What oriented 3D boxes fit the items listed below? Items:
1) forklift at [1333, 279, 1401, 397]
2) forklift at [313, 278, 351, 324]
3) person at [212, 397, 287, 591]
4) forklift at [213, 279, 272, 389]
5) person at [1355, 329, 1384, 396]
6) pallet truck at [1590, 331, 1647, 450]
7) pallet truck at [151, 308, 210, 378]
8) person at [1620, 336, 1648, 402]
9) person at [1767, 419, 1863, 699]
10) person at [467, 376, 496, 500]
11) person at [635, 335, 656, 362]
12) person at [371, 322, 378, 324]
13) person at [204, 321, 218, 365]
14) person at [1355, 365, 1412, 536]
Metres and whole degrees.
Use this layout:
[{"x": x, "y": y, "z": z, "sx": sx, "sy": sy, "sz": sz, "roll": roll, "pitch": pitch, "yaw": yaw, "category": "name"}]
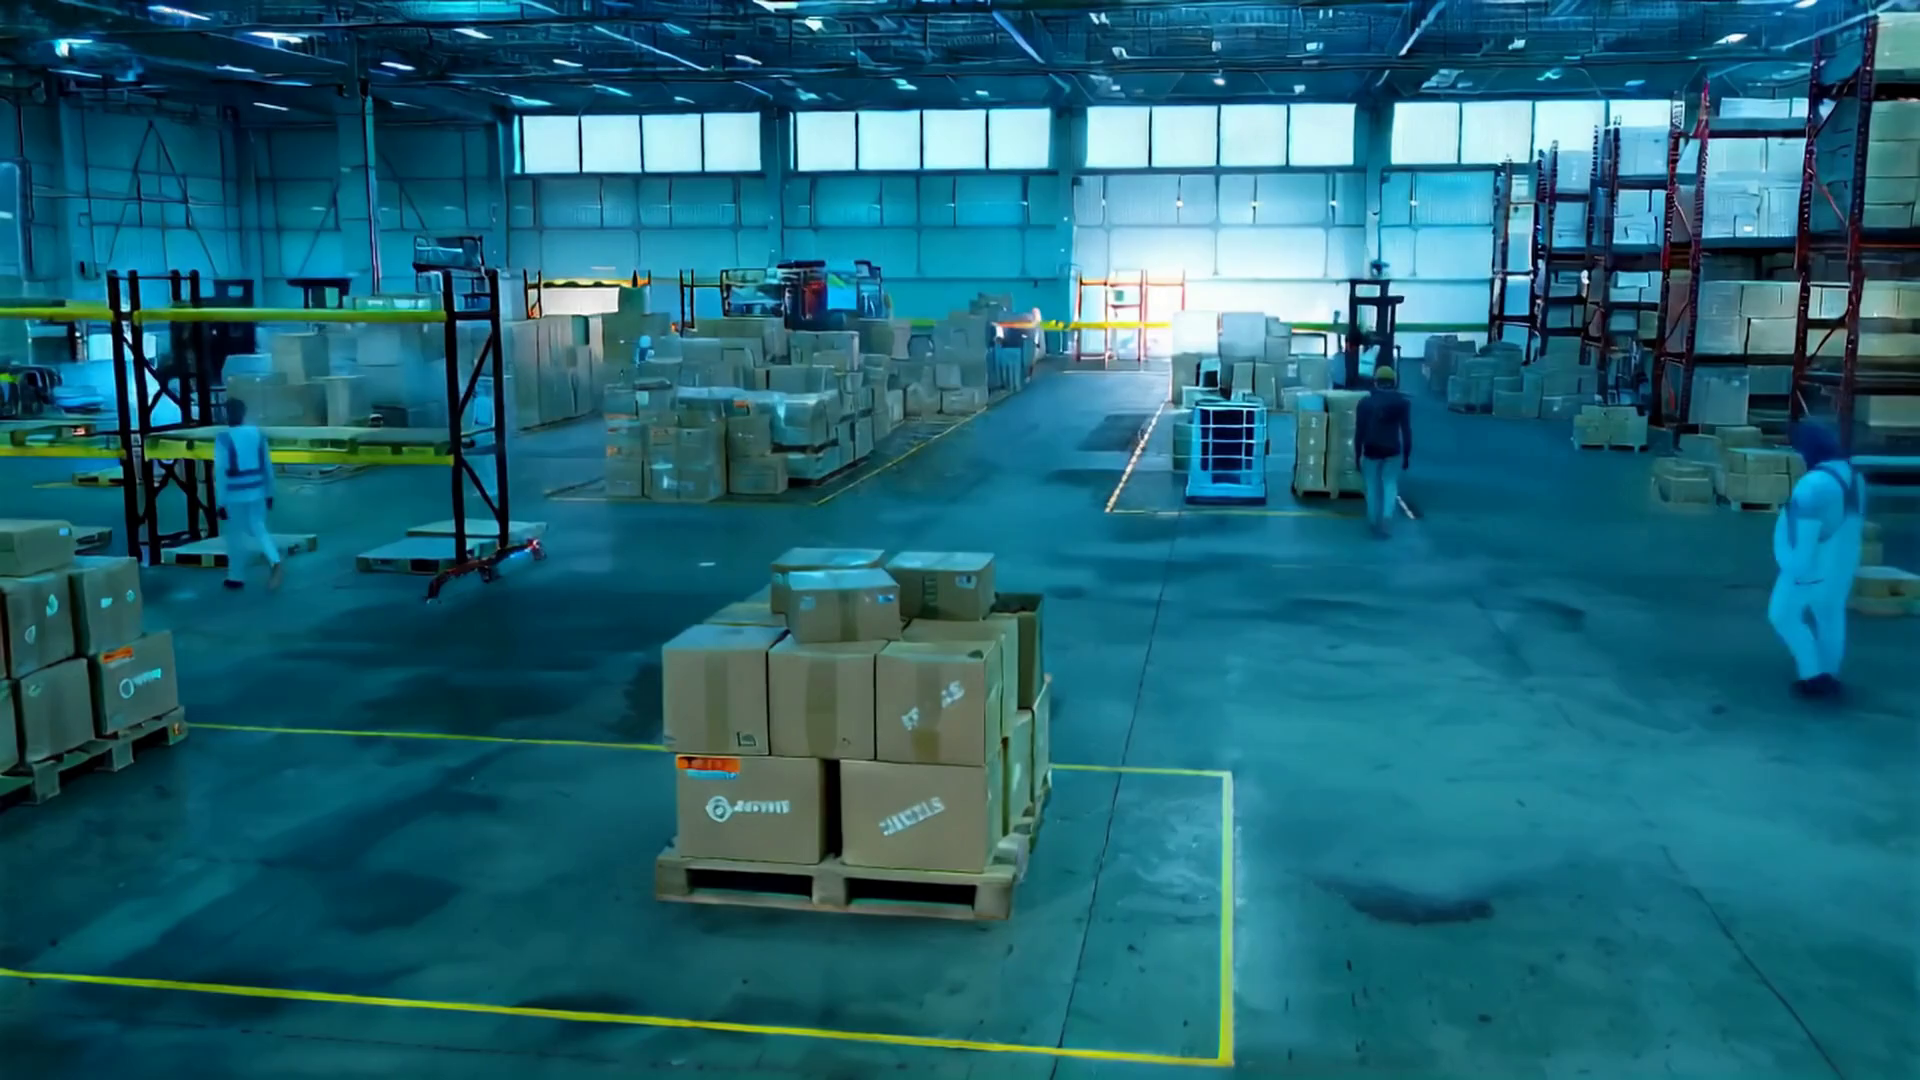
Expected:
[{"x": 9.676, "y": -4.803, "z": 39.535, "sx": 1.129, "sy": 2.768, "sz": 1.873, "roll": -1, "pitch": 9, "yaw": -4, "category": "forklift"}, {"x": -16.050, "y": -5.309, "z": 42.656, "sx": 1.129, "sy": 2.768, "sz": 1.873, "roll": 3, "pitch": 10, "yaw": 16, "category": "forklift"}, {"x": -6.684, "y": -0.413, "z": 15.609, "sx": 0.810, "sy": 1.856, "sz": 0.591, "roll": 7, "pitch": 12, "yaw": 37, "category": "person"}, {"x": -16.726, "y": -4.639, "z": 38.526, "sx": 1.873, "sy": 2.768, "sz": 1.129, "roll": 4, "pitch": 10, "yaw": 22, "category": "forklift"}, {"x": 7.979, "y": -3.162, "z": 32.415, "sx": 0.387, "sy": 1.910, "sz": 0.592, "roll": -7, "pitch": 12, "yaw": -38, "category": "person"}, {"x": 11.253, "y": -2.573, "z": 28.499, "sx": 0.823, "sy": 1.965, "sz": 1.885, "roll": 5, "pitch": 10, "yaw": 27, "category": "pallet truck"}, {"x": -21.869, "y": -5.598, "z": 47.154, "sx": 0.823, "sy": 1.965, "sz": 1.885, "roll": 4, "pitch": 10, "yaw": 26, "category": "pallet truck"}, {"x": 13.064, "y": -3.124, "z": 32.374, "sx": 0.631, "sy": 1.845, "sz": 0.429, "roll": -6, "pitch": 11, "yaw": -31, "category": "person"}, {"x": 6.033, "y": 0.128, "z": 11.709, "sx": 0.770, "sy": 2.000, "sz": 0.539, "roll": -6, "pitch": 11, "yaw": -32, "category": "person"}, {"x": -6.359, "y": -1.355, "z": 22.090, "sx": 0.311, "sy": 1.638, "sz": 0.523, "roll": -5, "pitch": 10, "yaw": -28, "category": "person"}, {"x": -6.790, "y": -3.605, "z": 35.977, "sx": 0.523, "sy": 1.637, "sz": 0.309, "roll": 3, "pitch": 10, "yaw": 19, "category": "person"}, {"x": -12.915, "y": -3.877, "z": 36.790, "sx": 0.557, "sy": 1.921, "sz": 0.732, "roll": -1, "pitch": 9, "yaw": -7, "category": "person"}, {"x": -17.677, "y": -4.277, "z": 39.282, "sx": 0.665, "sy": 1.903, "sz": 0.903, "roll": 1, "pitch": 9, "yaw": 8, "category": "person"}, {"x": 4.818, "y": -0.999, "z": 18.926, "sx": 0.628, "sy": 1.963, "sz": 0.846, "roll": 2, "pitch": 9, "yaw": 11, "category": "person"}]
